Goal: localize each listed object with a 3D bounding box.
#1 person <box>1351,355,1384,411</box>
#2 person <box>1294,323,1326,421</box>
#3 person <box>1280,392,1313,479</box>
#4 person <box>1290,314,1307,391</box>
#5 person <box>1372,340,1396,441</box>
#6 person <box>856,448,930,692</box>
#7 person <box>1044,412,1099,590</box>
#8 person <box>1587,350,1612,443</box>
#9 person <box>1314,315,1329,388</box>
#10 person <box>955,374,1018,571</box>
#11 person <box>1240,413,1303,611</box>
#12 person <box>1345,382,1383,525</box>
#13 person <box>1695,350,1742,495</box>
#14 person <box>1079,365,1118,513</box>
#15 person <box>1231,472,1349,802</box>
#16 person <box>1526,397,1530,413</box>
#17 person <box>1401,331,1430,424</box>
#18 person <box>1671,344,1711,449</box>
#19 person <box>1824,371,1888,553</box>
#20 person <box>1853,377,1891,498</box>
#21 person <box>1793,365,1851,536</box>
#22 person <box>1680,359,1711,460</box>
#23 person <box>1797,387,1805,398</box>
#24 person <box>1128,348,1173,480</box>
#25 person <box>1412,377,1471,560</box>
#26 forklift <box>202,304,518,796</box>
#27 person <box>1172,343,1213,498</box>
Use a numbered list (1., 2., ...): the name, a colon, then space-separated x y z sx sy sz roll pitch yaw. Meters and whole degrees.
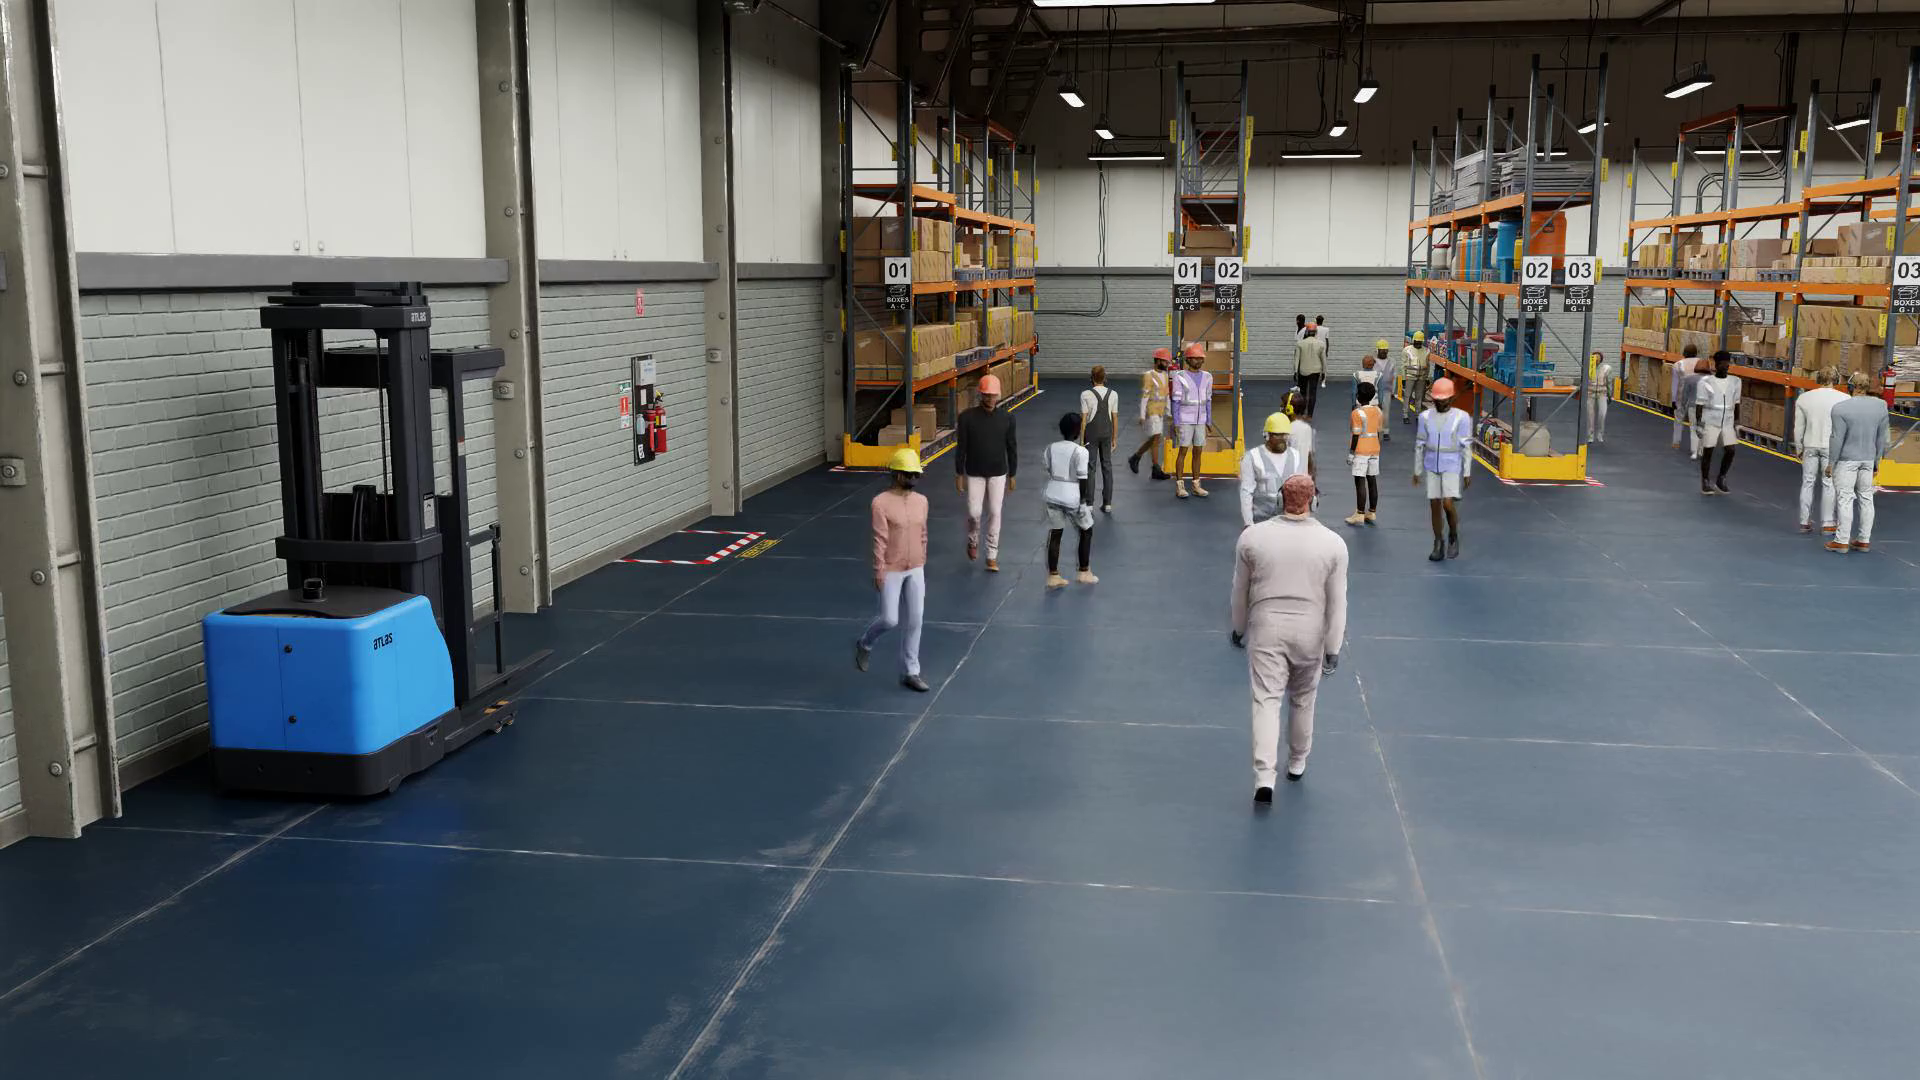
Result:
1. person: 6.655 -2.203 27.184 0.511 1.641 0.307 2 9 12
2. person: 7.086 -3.418 33.698 0.655 1.949 0.991 2 9 9
3. person: 3.202 -0.555 16.490 0.950 1.818 0.504 7 11 36
4. person: 8.579 -4.699 41.739 0.391 1.914 0.588 -2 9 -13
5. person: 7.526 -2.711 29.879 0.605 1.790 0.947 0 9 1
6. person: -0.470 0.197 12.025 0.530 1.750 0.577 -7 12 -38
7. person: 1.074 -0.379 15.835 0.538 1.676 0.629 8 12 40
8. person: 11.085 -2.490 29.001 0.540 1.614 0.628 3 10 18
9. person: 9.269 -4.871 42.930 0.508 1.872 0.328 1 9 4
10. person: 0.266 -0.688 16.791 0.636 1.979 0.515 -1 9 -8
11. person: 2.726 -0.194 14.324 0.624 1.786 0.901 -2 9 -14
12. person: 4.808 -1.034 19.797 0.533 1.697 0.319 -8 12 -40
13. person: 10.175 -1.566 22.306 0.630 1.942 0.575 0 9 1
14. person: 1.727 -1.263 20.784 0.504 1.840 0.328 -3 10 -19
15. person: 1.885 0.545 9.574 0.654 1.866 0.989 2 9 11
16. person: 12.060 -3.720 35.447 0.612 1.995 0.382 2 9 9
17. person: 9.000 -3.208 32.825 0.589 1.822 0.403 -1 9 -7
18. person: 12.230 -2.387 27.853 0.626 1.803 0.950 2 9 12
19. person: 9.578 -0.834 17.822 0.629 1.939 0.371 -1 9 -8
20. person: 12.151 -1.360 22.113 0.777 1.599 0.516 -3 10 -19
21. person: 9.926 -1.024 19.100 0.513 1.938 0.640 -9 13 -44
22. person: 11.879 -2.116 26.778 0.502 1.600 0.795 2 10 15
23. person: 17.505 -3.558 34.810 0.578 1.882 0.339 -2 9 -13
24. person: 2.782 -1.868 24.356 0.793 1.903 0.546 6 11 34
25. person: 4.996 -0.733 17.269 0.562 1.912 0.468 7 11 37
26. forklift: -3.673 -0.038 10.147 1.129 2.768 1.873 1 9 9
27. person: 3.105 -1.590 22.151 0.607 2.048 0.367 -4 10 -24
